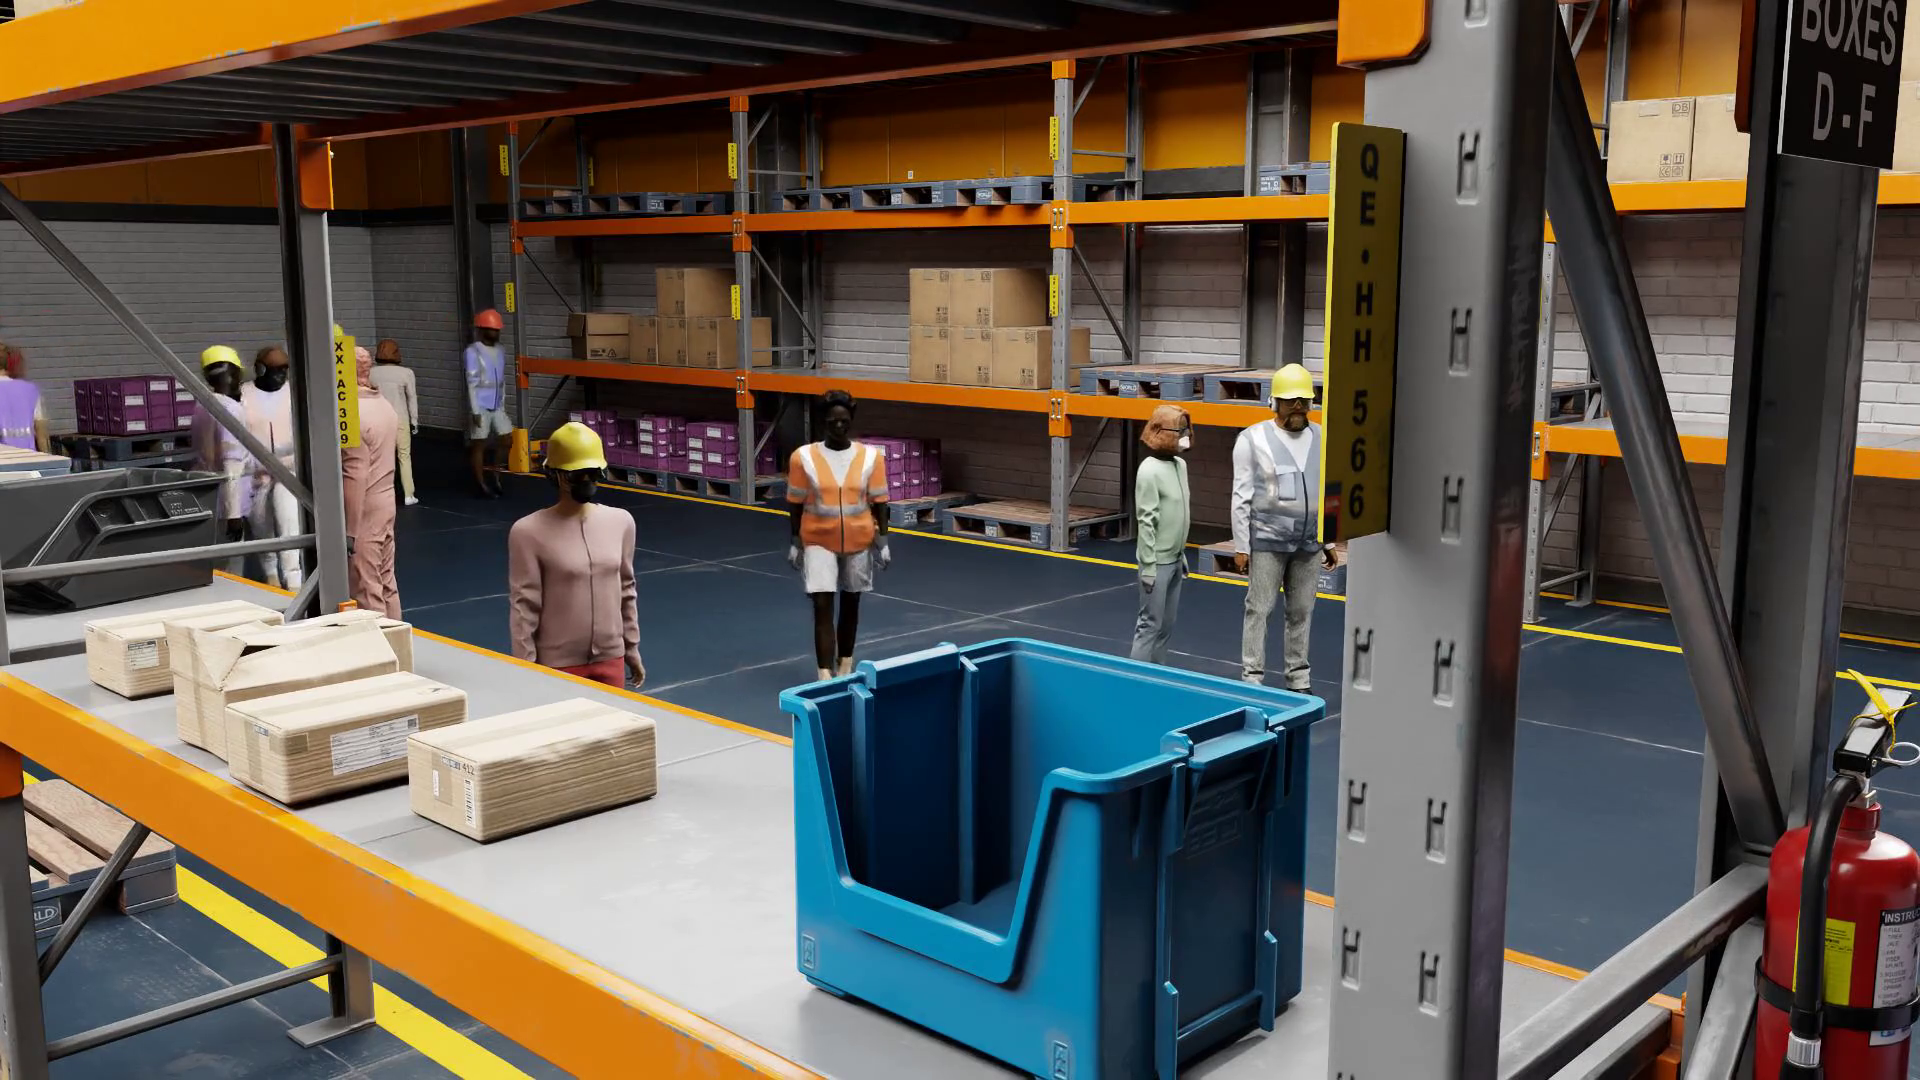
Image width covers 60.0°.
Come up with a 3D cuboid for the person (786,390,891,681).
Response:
[{"bbox_3d":[-0.624,0.047,8.830,0.553,1.663,0.770,-2,10,-13],"label":"person"}]

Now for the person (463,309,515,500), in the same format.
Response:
[{"bbox_3d":[-4.704,-1.342,16.605,0.466,1.916,0.569,5,11,30],"label":"person"}]

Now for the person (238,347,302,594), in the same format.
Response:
[{"bbox_3d":[-4.833,-0.461,11.676,0.619,1.783,1.002,-5,10,-27],"label":"person"}]

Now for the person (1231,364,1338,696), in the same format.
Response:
[{"bbox_3d":[1.702,-0.001,8.653,0.600,1.830,0.404,-3,10,-16],"label":"person"}]

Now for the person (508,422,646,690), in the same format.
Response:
[{"bbox_3d":[-1.388,0.448,6.109,0.533,1.767,0.326,-9,13,-43],"label":"person"}]

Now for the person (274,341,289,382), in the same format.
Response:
[{"bbox_3d":[-6.971,-1.479,17.626,0.563,1.856,0.385,0,9,0],"label":"person"}]

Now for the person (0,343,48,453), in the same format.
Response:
[{"bbox_3d":[-6.964,-0.531,12.028,0.971,1.792,0.578,4,10,23],"label":"person"}]

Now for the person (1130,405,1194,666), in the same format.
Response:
[{"bbox_3d":[1.043,0.122,8.509,0.265,1.632,0.508,5,10,28],"label":"person"}]

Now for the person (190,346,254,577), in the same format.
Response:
[{"bbox_3d":[-4.197,-0.166,9.560,0.383,1.878,0.730,-7,12,-37],"label":"person"}]

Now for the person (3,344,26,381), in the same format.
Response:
[{"bbox_3d":[-9.082,-1.181,15.481,0.869,1.957,0.614,7,12,37],"label":"person"}]

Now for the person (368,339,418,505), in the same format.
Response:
[{"bbox_3d":[-5.575,-1.150,16.308,0.509,1.632,0.265,-2,9,-12],"label":"person"}]

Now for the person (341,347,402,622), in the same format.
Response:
[{"bbox_3d":[-3.287,-0.108,9.086,0.404,1.906,0.651,0,9,-2],"label":"person"}]

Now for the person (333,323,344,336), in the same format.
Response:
[{"bbox_3d":[-5.249,-0.869,13.858,0.606,1.884,0.999,5,10,26],"label":"person"}]
